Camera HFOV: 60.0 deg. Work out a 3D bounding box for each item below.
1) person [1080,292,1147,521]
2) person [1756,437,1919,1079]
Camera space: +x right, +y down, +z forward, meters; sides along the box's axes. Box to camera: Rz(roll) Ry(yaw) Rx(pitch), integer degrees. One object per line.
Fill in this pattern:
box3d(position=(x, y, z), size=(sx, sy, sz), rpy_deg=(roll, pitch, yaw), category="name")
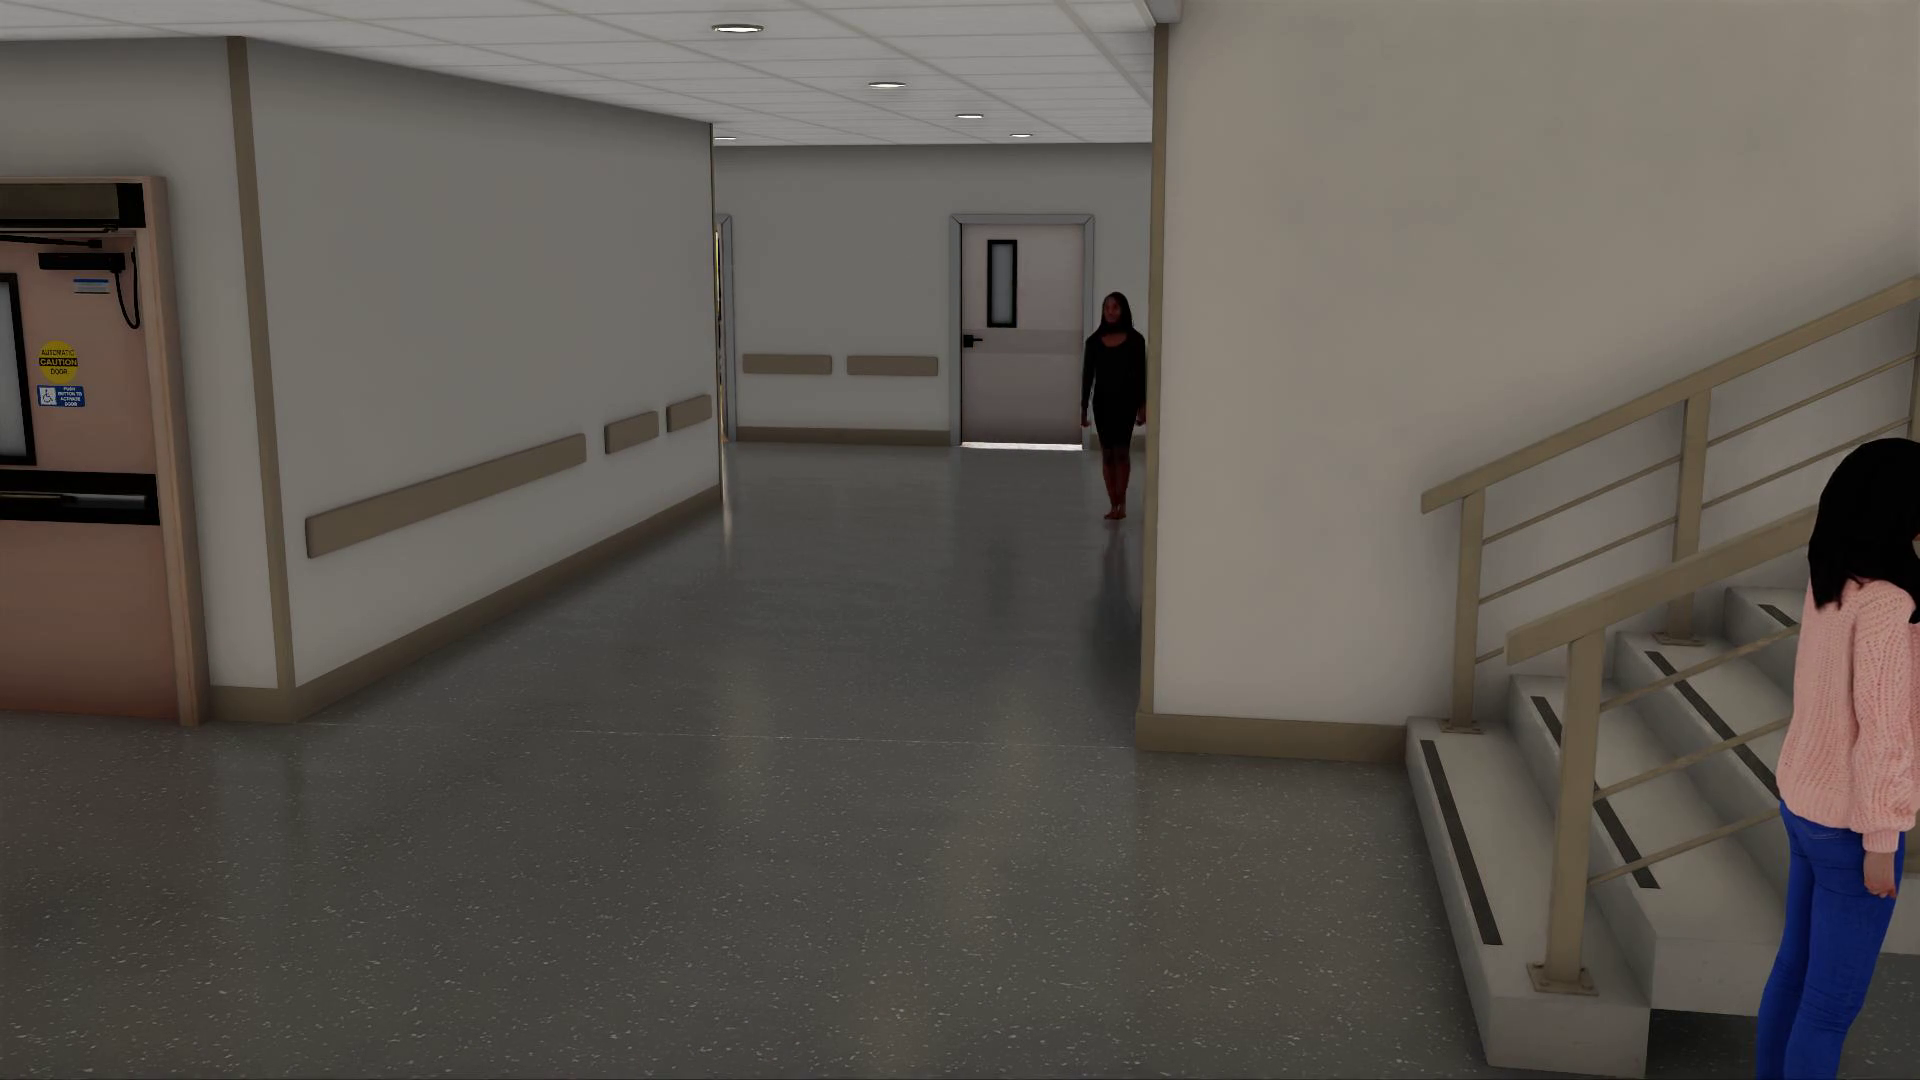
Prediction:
box3d(position=(1.186, -0.990, 12.483), size=(0.636, 1.709, 0.748), rpy_deg=(4, 12, 21), category="person")
box3d(position=(1.982, 0.639, 3.742), size=(0.557, 1.768, 0.659), rpy_deg=(3, 11, 14), category="person")
